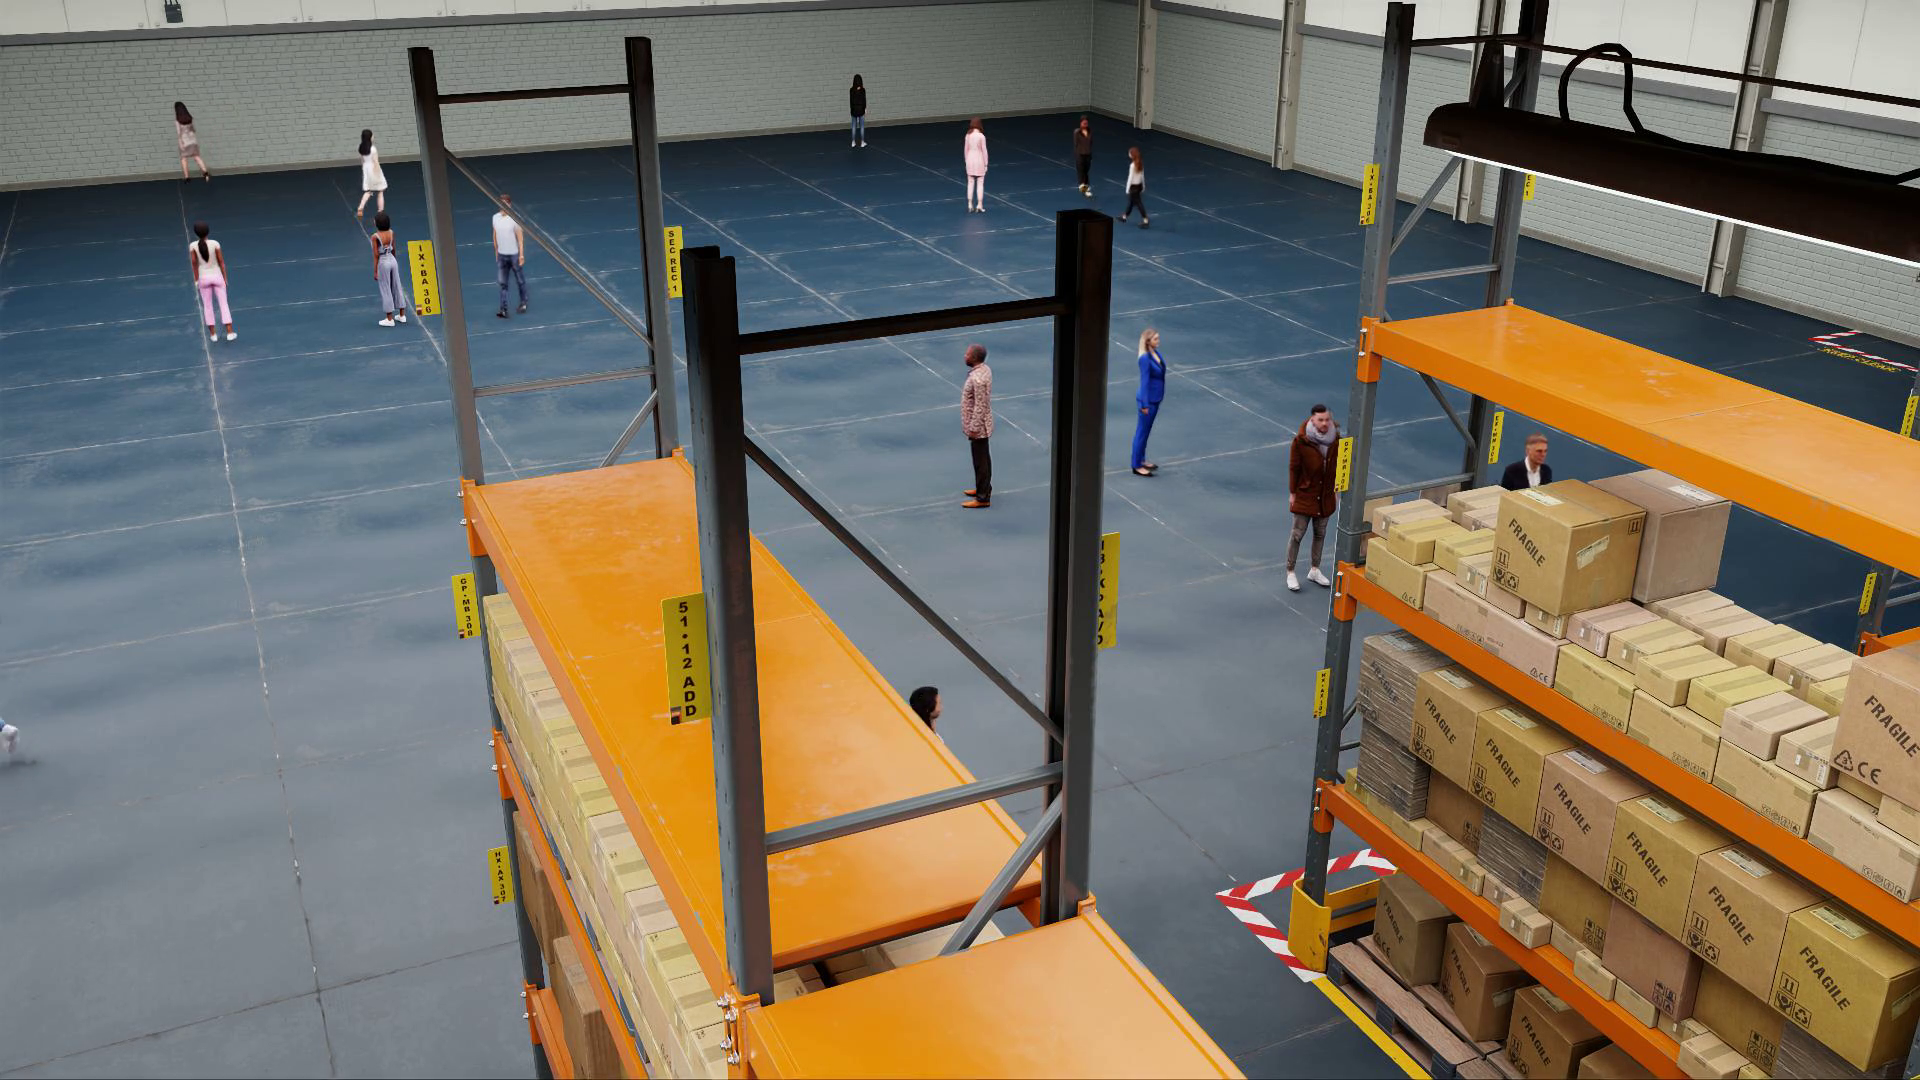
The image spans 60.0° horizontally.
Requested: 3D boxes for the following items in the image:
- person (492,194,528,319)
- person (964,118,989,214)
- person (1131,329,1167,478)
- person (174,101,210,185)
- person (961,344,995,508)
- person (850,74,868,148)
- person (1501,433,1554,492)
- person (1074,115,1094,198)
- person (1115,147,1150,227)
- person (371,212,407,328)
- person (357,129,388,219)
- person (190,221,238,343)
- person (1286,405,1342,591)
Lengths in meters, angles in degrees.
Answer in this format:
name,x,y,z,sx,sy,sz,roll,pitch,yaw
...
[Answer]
name,x,y,z,sx,sy,sz,roll,pitch,yaw
person,-6.781,-4.302,25.202,1.077,1.816,1.286,3,23,6
person,0.299,-7.242,32.136,0.682,1.801,0.745,8,24,19
person,2.130,-1.585,18.962,0.757,1.700,0.700,8,24,19
person,-15.945,-8.194,34.480,1.128,1.719,0.896,17,28,34
person,0.211,-1.254,18.047,0.842,1.808,0.726,3,23,7
person,-2.394,-10.087,39.029,0.642,1.643,0.684,5,23,11
person,5.206,-0.166,15.504,0.848,1.795,1.048,-5,23,-11
person,2.546,-7.632,33.254,0.686,1.644,1.034,-8,24,-17
person,3.333,-6.520,30.903,1.064,1.436,0.896,14,27,30
person,-8.527,-4.044,24.749,0.696,1.696,0.660,13,26,27
person,-11.026,-6.738,31.008,1.008,1.755,1.043,10,25,22
person,-10.793,-3.733,23.961,0.599,1.741,0.529,-8,24,-18
person,3.406,-0.428,16.062,0.735,1.839,0.735,-7,24,-16
